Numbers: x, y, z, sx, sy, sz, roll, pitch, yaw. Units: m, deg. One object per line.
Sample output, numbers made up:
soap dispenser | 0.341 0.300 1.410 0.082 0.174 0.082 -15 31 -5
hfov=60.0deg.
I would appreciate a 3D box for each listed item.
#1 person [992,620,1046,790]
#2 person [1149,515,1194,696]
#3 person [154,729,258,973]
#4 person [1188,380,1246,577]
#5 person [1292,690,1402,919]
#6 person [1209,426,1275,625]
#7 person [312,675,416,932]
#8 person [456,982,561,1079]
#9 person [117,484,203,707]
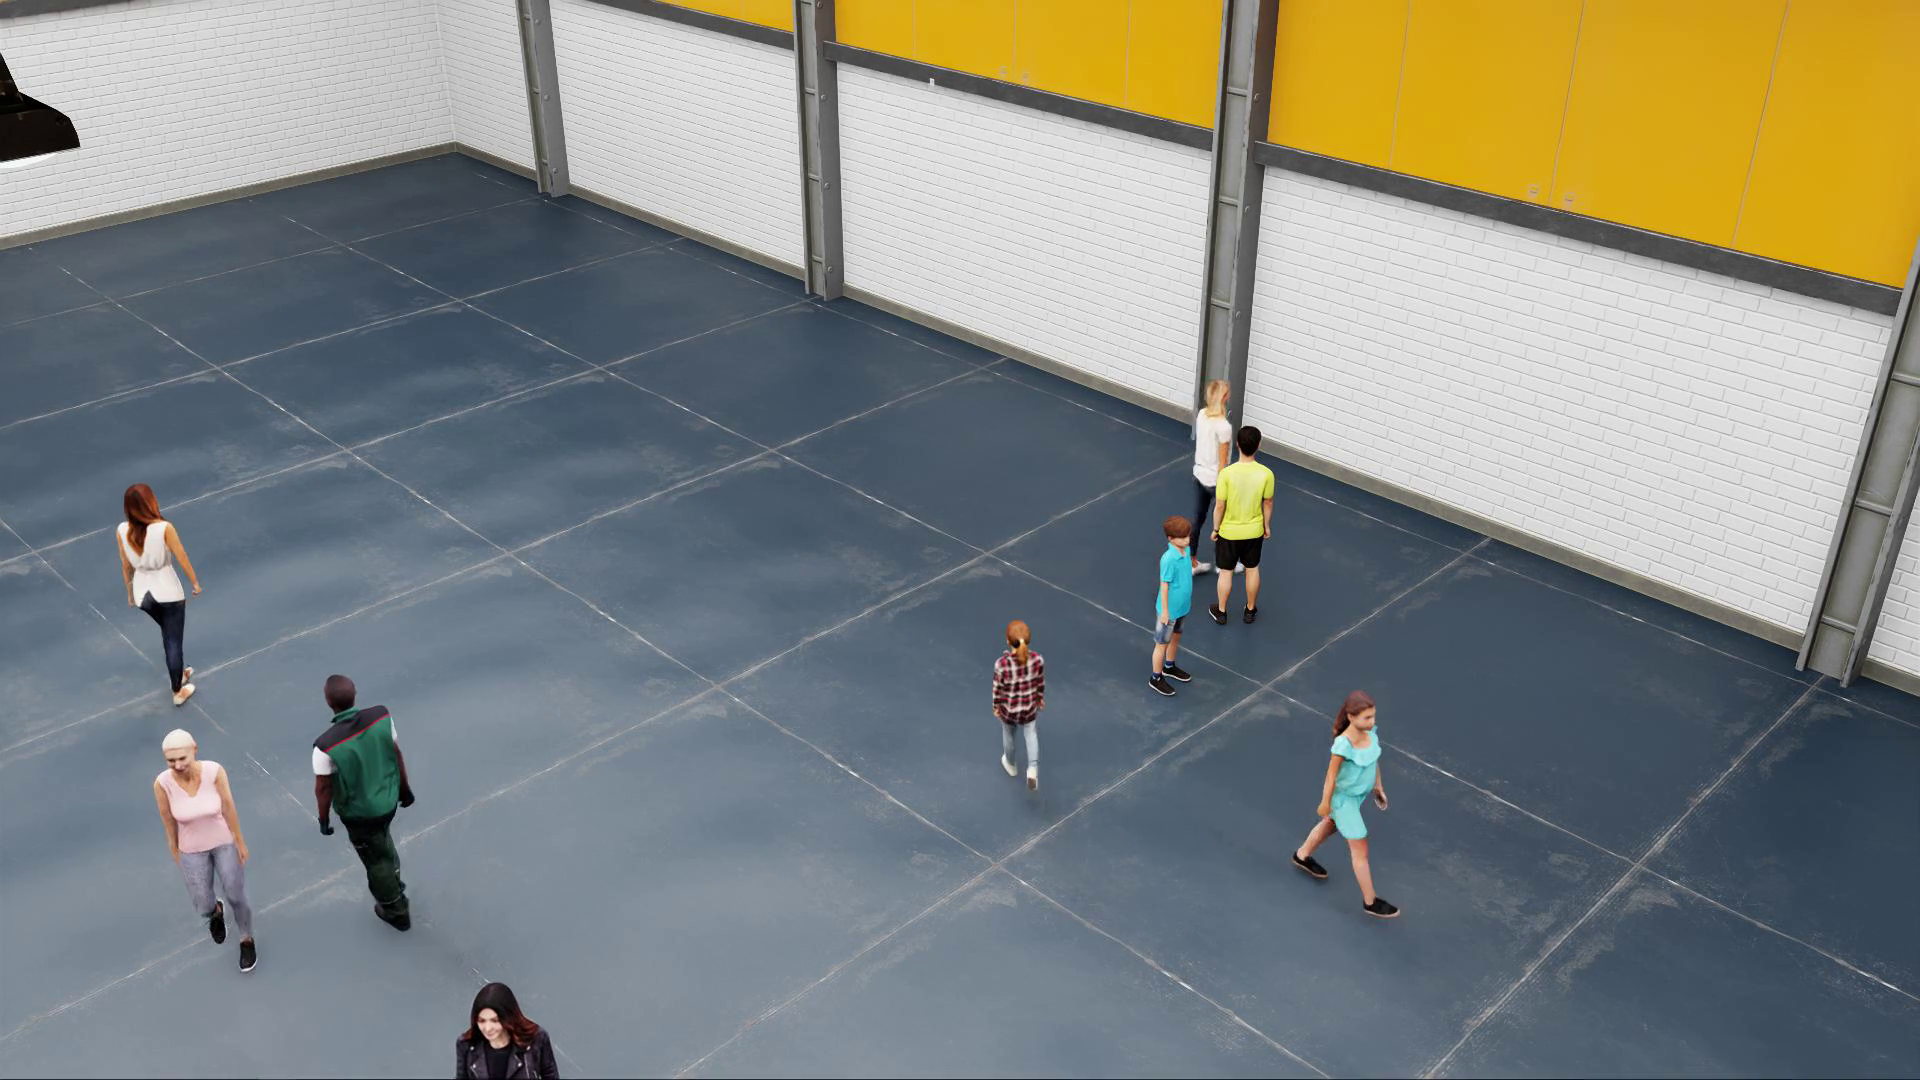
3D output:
person | 0.426 1.149 11.479 0.754 1.296 0.860 -6 29 -11
person | 1.612 0.462 12.579 0.511 1.449 0.550 19 34 31
person | -4.471 1.775 9.901 0.706 1.708 0.809 -13 31 -22
person | 2.032 -0.472 13.925 0.782 1.799 0.752 -14 32 -24
person | 2.382 1.582 10.457 1.054 1.515 0.574 24 36 36
person | 2.261 -0.113 13.363 0.688 1.707 0.739 -1 29 -2
person | -3.520 1.633 10.037 0.716 1.828 0.749 20 34 32
person | -2.185 2.798 8.104 0.721 1.634 0.753 -4 29 -7
person | -5.939 0.451 12.262 0.817 1.772 0.877 0 29 0
